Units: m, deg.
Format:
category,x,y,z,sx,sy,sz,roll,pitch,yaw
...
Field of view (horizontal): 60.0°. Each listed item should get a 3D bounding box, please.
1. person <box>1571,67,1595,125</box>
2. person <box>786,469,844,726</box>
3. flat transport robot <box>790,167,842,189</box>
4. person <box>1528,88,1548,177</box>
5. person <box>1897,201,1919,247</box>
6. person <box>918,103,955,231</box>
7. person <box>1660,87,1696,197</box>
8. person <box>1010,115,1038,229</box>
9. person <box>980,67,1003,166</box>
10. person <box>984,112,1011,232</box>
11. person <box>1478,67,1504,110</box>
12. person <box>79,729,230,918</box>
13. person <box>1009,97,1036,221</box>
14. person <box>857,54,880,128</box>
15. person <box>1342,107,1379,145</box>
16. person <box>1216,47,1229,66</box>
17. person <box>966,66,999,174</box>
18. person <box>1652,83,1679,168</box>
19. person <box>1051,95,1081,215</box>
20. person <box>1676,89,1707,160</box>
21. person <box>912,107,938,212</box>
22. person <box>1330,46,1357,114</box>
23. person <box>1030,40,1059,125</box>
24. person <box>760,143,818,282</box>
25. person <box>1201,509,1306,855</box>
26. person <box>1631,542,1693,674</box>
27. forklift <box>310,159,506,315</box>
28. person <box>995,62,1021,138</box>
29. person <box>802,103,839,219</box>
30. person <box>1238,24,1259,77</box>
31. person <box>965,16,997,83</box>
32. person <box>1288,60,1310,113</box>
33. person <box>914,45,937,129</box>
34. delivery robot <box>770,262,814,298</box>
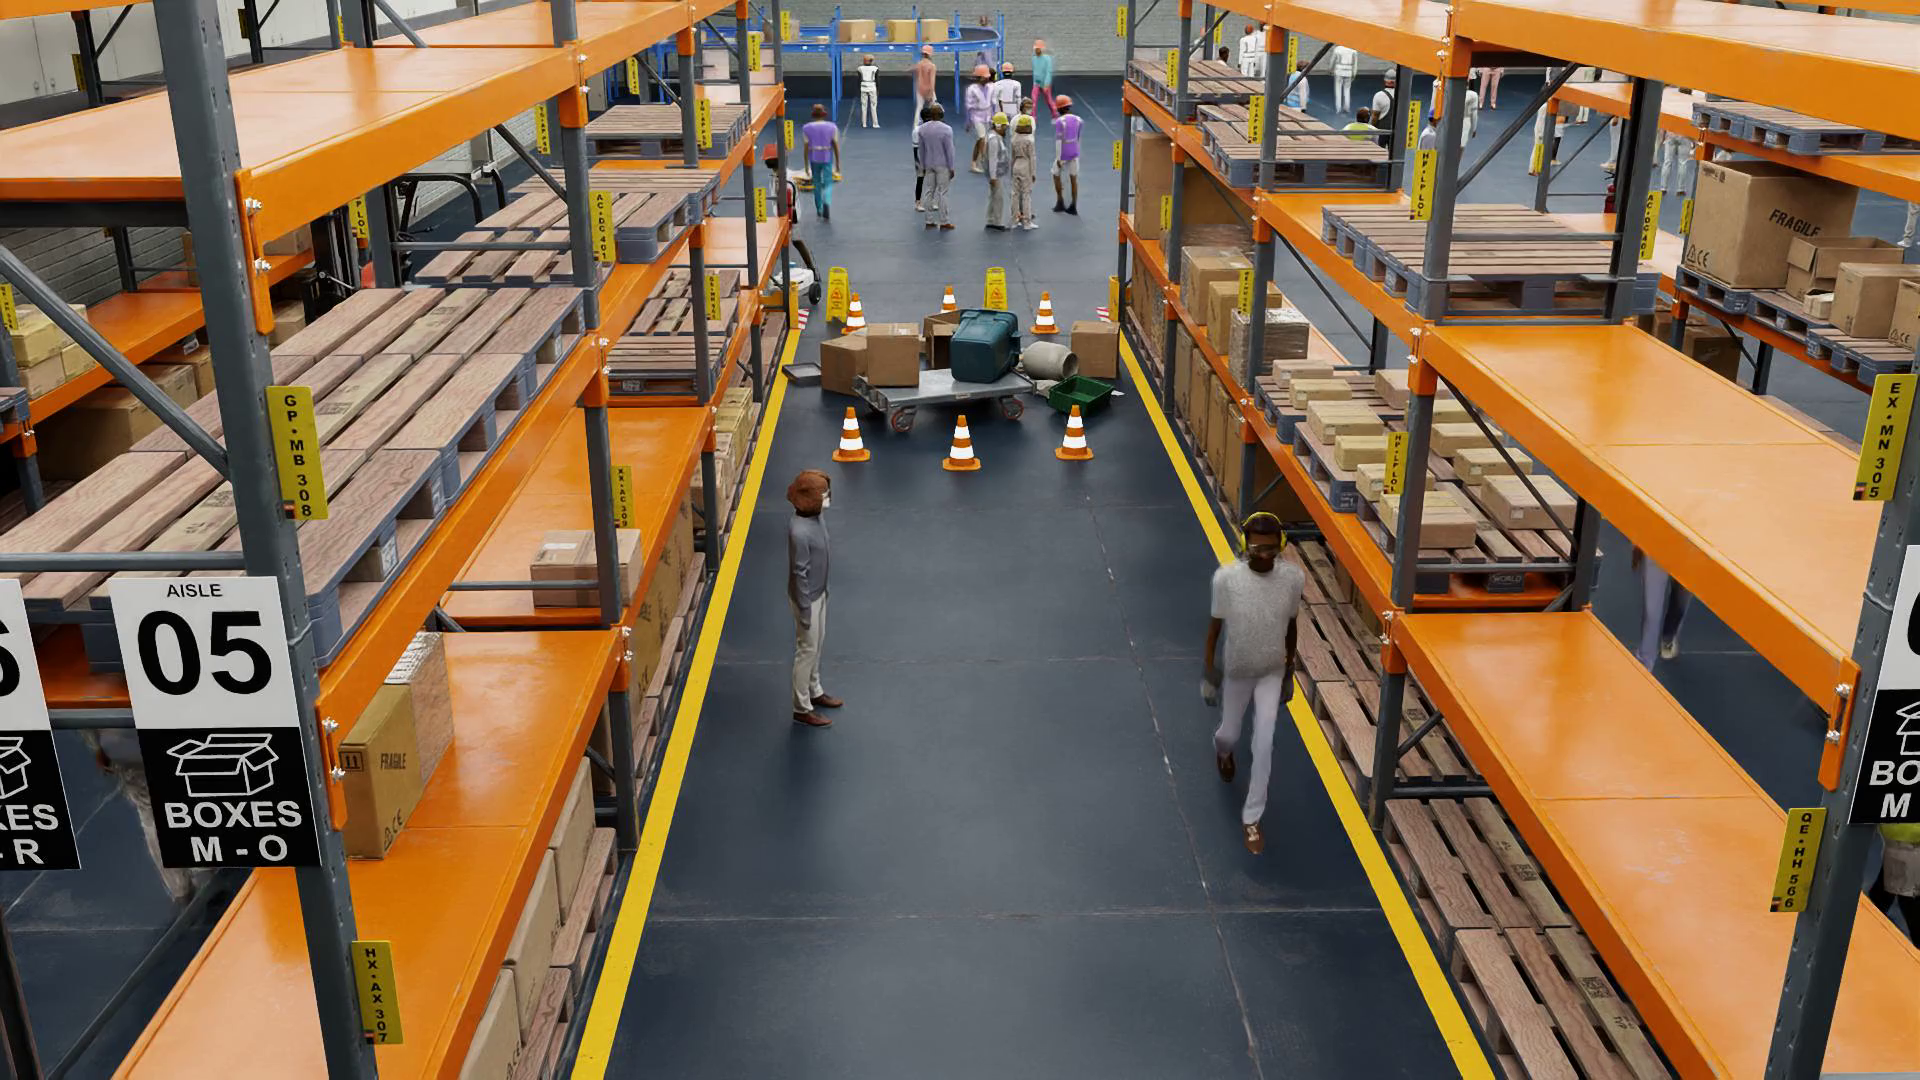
category,x,y,z,sx,sy,sz,roll,pitch,yaw
person,14.520,-10.489,38.659,0.507,1.623,0.288,-14,25,-32
person,-0.890,0.343,10.031,0.293,1.623,0.507,3,21,7
flat transport robot,-2.727,-6.577,30.200,0.652,0.197,1.431,7,22,18
person,10.887,-7.629,31.101,0.287,1.625,0.497,10,23,24
person,14.201,-5.190,24.499,0.486,1.736,0.320,1,21,2
person,-0.350,-5.781,25.776,0.631,1.940,0.372,13,24,30
person,12.469,-6.949,28.868,0.627,1.936,0.376,13,24,30
person,0.992,-5.738,25.933,0.484,1.745,0.307,18,27,39
person,0.590,-8.234,32.379,0.503,1.861,0.326,3,21,8
person,0.582,-5.660,25.625,0.427,1.816,0.611,2,21,5
person,13.281,-11.730,41.546,0.648,1.907,0.409,2,21,5
person,-3.910,0.935,8.044,0.626,1.920,0.455,-7,22,-19
person,1.017,-6.100,26.625,0.373,1.936,0.627,12,24,29
person,-2.087,-10.244,37.994,0.515,1.636,0.315,5,21,12
person,6.269,-5.857,26.113,0.633,1.841,0.429,14,25,32
person,5.723,-9.923,36.777,0.401,1.906,0.598,-4,21,-11
person,0.484,-7.824,31.085,0.634,1.995,1.013,-16,26,-36
person,13.479,-7.998,31.793,0.542,1.831,0.819,1,21,3
person,1.727,-6.294,27.174,0.590,1.906,0.619,-12,24,-29
person,14.669,-8.562,33.245,0.587,1.863,0.605,3,21,8
person,-0.553,-6.272,27.423,0.530,1.689,0.322,-14,25,-32
person,9.391,-11.464,40.817,0.625,1.920,0.575,-3,21,-7
person,1.922,-10.526,38.317,0.602,1.953,1.019,16,26,36
person,-2.372,-4.277,21.895,1.054,1.863,0.558,-8,22,-20
person,1.540,0.672,8.870,0.510,1.843,0.808,0,21,1
person,4.556,0.070,10.606,0.525,1.727,0.851,8,22,19
forklift,-5.622,-2.910,17.832,2.313,2.155,1.214,-1,21,-1
person,0.931,-8.384,32.680,0.555,1.929,0.394,3,21,7
person,-2.234,-6.087,26.747,0.576,1.826,0.775,-1,21,-2
person,7.639,-12.725,44.209,0.575,1.883,0.355,-11,24,-27
person,0.634,-14.112,47.896,0.967,1.857,0.664,-2,21,-5
person,6.997,-8.989,34.412,0.430,1.834,0.625,-3,21,-8
person,-0.709,-9.849,36.523,0.617,1.945,0.993,15,25,34
delivery robot,-2.103,-3.229,20.825,0.477,0.478,0.707,6,22,16
